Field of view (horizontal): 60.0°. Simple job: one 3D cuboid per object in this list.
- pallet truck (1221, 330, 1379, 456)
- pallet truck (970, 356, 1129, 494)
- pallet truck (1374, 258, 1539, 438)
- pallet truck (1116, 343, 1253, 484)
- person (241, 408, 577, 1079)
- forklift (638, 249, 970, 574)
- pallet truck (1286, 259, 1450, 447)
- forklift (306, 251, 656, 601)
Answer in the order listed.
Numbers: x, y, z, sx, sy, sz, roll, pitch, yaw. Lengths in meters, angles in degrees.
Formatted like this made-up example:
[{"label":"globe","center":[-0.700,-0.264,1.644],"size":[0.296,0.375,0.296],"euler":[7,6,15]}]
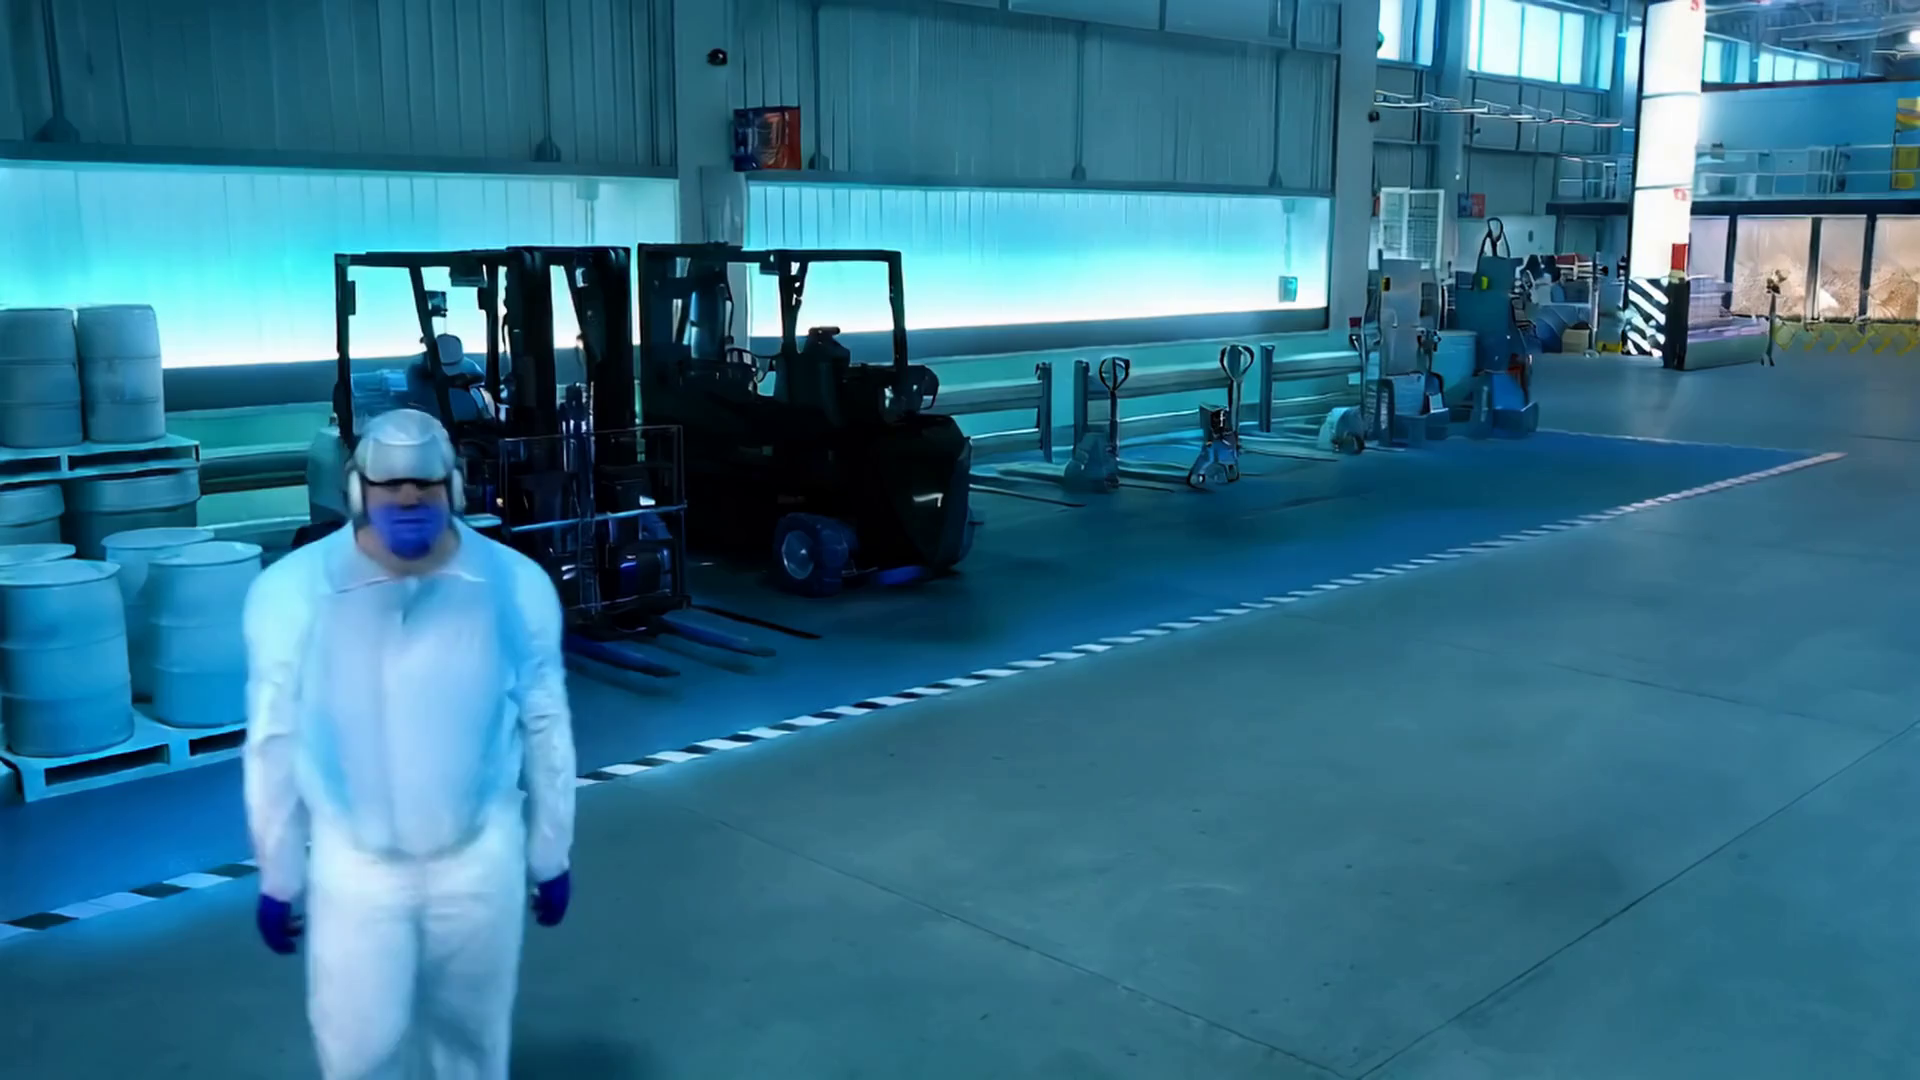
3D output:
[{"label":"pallet truck","center":[3.563,-1.581,17.381],"size":[0.653,1.274,1.630],"euler":[-10,14,-44]},{"label":"pallet truck","center":[0.784,-1.085,14.876],"size":[0.680,1.201,1.601],"euler":[-10,14,-44]},{"label":"pallet truck","center":[5.704,-2.208,18.901],"size":[1.885,1.965,0.823],"euler":[10,14,43]},{"label":"pallet truck","center":[1.962,-1.215,15.415],"size":[1.522,1.261,0.704],"euler":[10,14,43]},{"label":"person","center":[-1.129,0.667,3.492],"size":[0.667,1.895,0.427],"euler":[-4,11,-21]},{"label":"forklift","center":[-1.173,-0.958,11.239],"size":[2.680,1.987,1.157],"euler":[10,14,43]},{"label":"pallet truck","center":[4.493,-2.078,18.196],"size":[0.823,1.965,1.885],"euler":[-9,14,-40]},{"label":"forklift","center":[-2.833,-0.669,9.694],"size":[1.157,1.987,2.680],"euler":[-10,14,-44]}]
